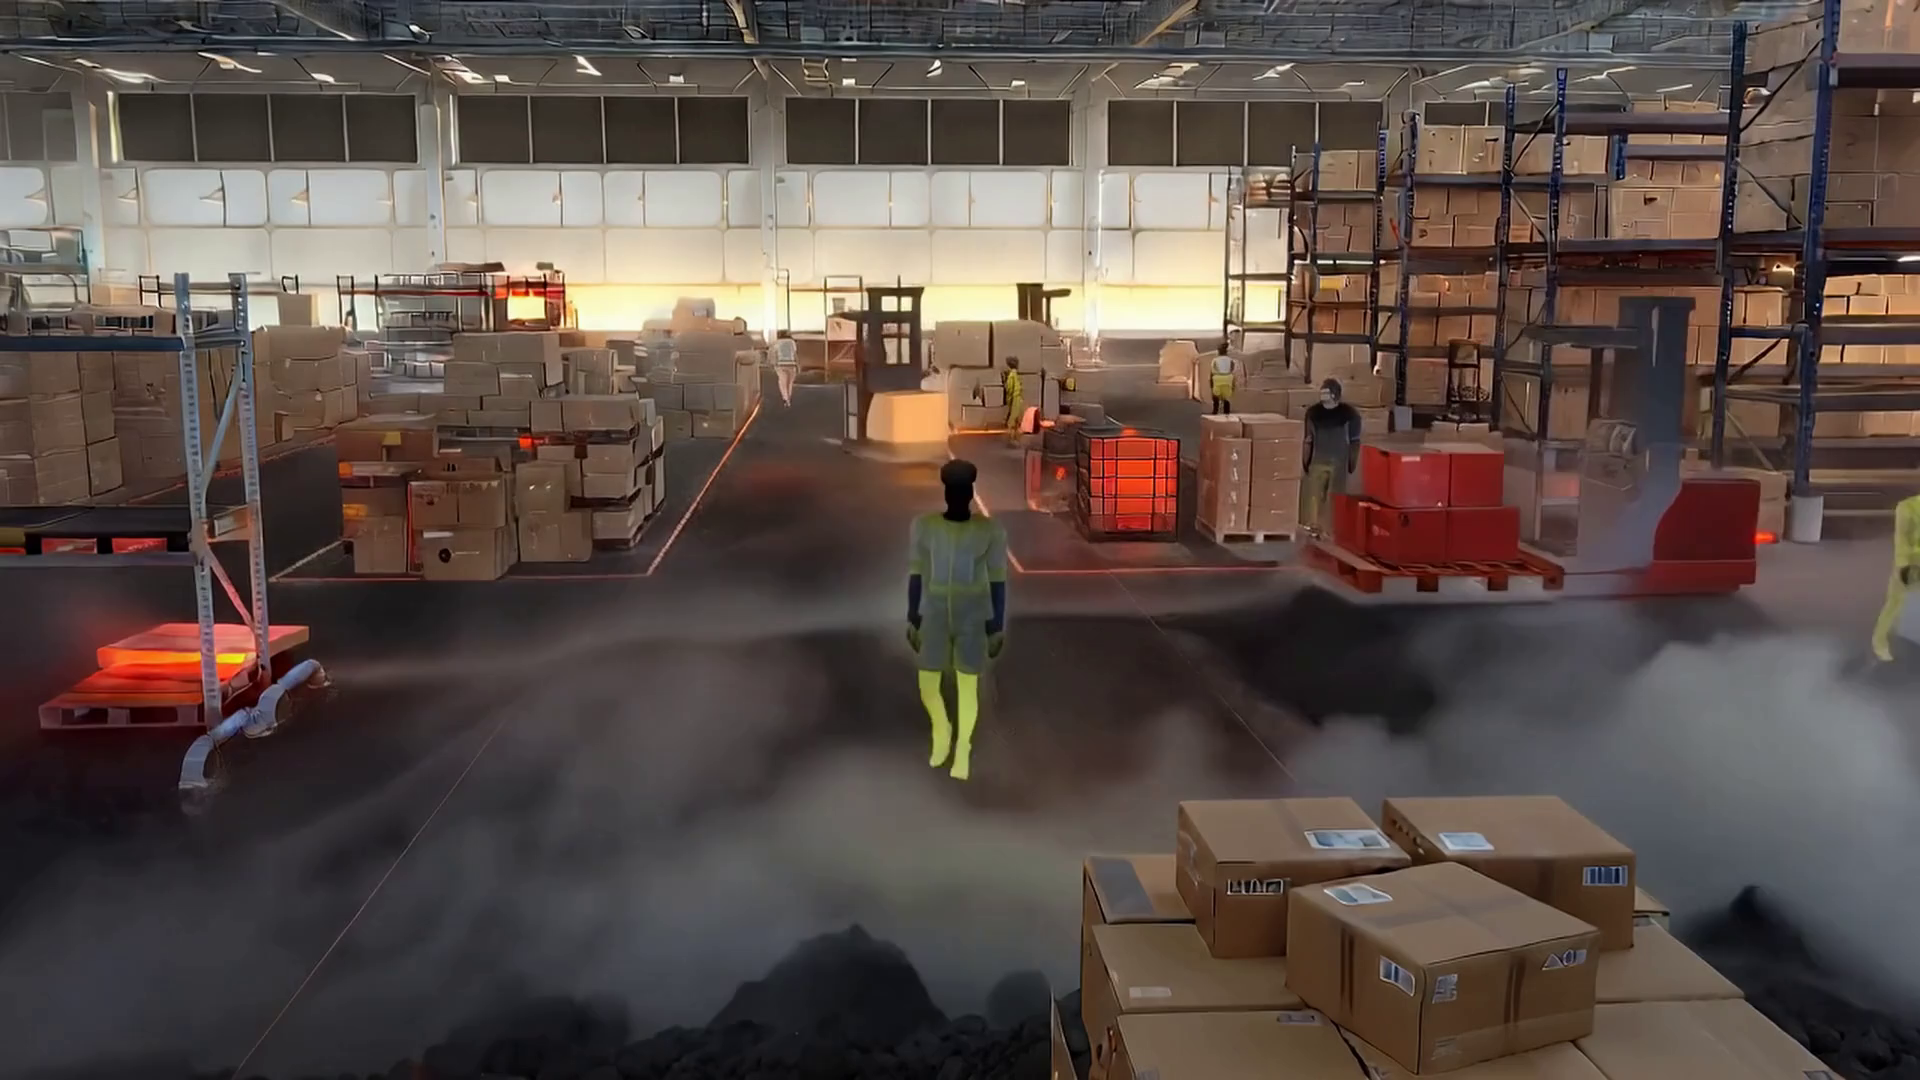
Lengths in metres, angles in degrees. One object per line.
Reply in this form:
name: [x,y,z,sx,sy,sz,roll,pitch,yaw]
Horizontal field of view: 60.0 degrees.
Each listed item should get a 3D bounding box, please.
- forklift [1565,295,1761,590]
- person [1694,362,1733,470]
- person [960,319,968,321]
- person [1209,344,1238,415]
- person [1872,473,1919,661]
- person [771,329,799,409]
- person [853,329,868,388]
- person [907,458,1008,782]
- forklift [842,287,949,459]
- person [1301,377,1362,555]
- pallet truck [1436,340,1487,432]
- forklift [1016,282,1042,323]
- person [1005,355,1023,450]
forklift: [6.689,-0.979,16.175,1.873,2.768,1.129,-1,9,-4]
person: [10.022,-1.404,22.028,1.023,1.880,0.596,9,13,44]
person: [0.026,-4.846,43.535,0.963,1.903,0.543,-1,9,-7]
person: [5.285,-3.103,33.353,0.568,1.644,0.736,1,9,5]
person: [7.336,0.212,12.747,0.514,1.593,0.905,0,9,1]
person: [-3.966,-3.884,37.775,0.632,1.816,0.869,-2,9,-12]
person: [-1.876,-3.319,33.750,0.623,1.960,0.978,-2,9,-15]
person: [-0.024,0.478,9.897,0.619,1.954,0.420,1,9,8]
forklift: [-1.068,-2.819,27.732,1.129,2.768,1.873,-5,10,-30]
person: [3.981,-0.779,17.876,0.628,1.936,0.375,6,11,33]
pallet truck: [8.004,-2.170,26.422,0.823,1.965,1.885,2,9,14]
forklift: [1.852,-5.540,44.818,1.873,2.768,1.129,5,10,27]
person: [0.932,-2.386,28.906,0.315,1.636,0.515,1,9,5]
